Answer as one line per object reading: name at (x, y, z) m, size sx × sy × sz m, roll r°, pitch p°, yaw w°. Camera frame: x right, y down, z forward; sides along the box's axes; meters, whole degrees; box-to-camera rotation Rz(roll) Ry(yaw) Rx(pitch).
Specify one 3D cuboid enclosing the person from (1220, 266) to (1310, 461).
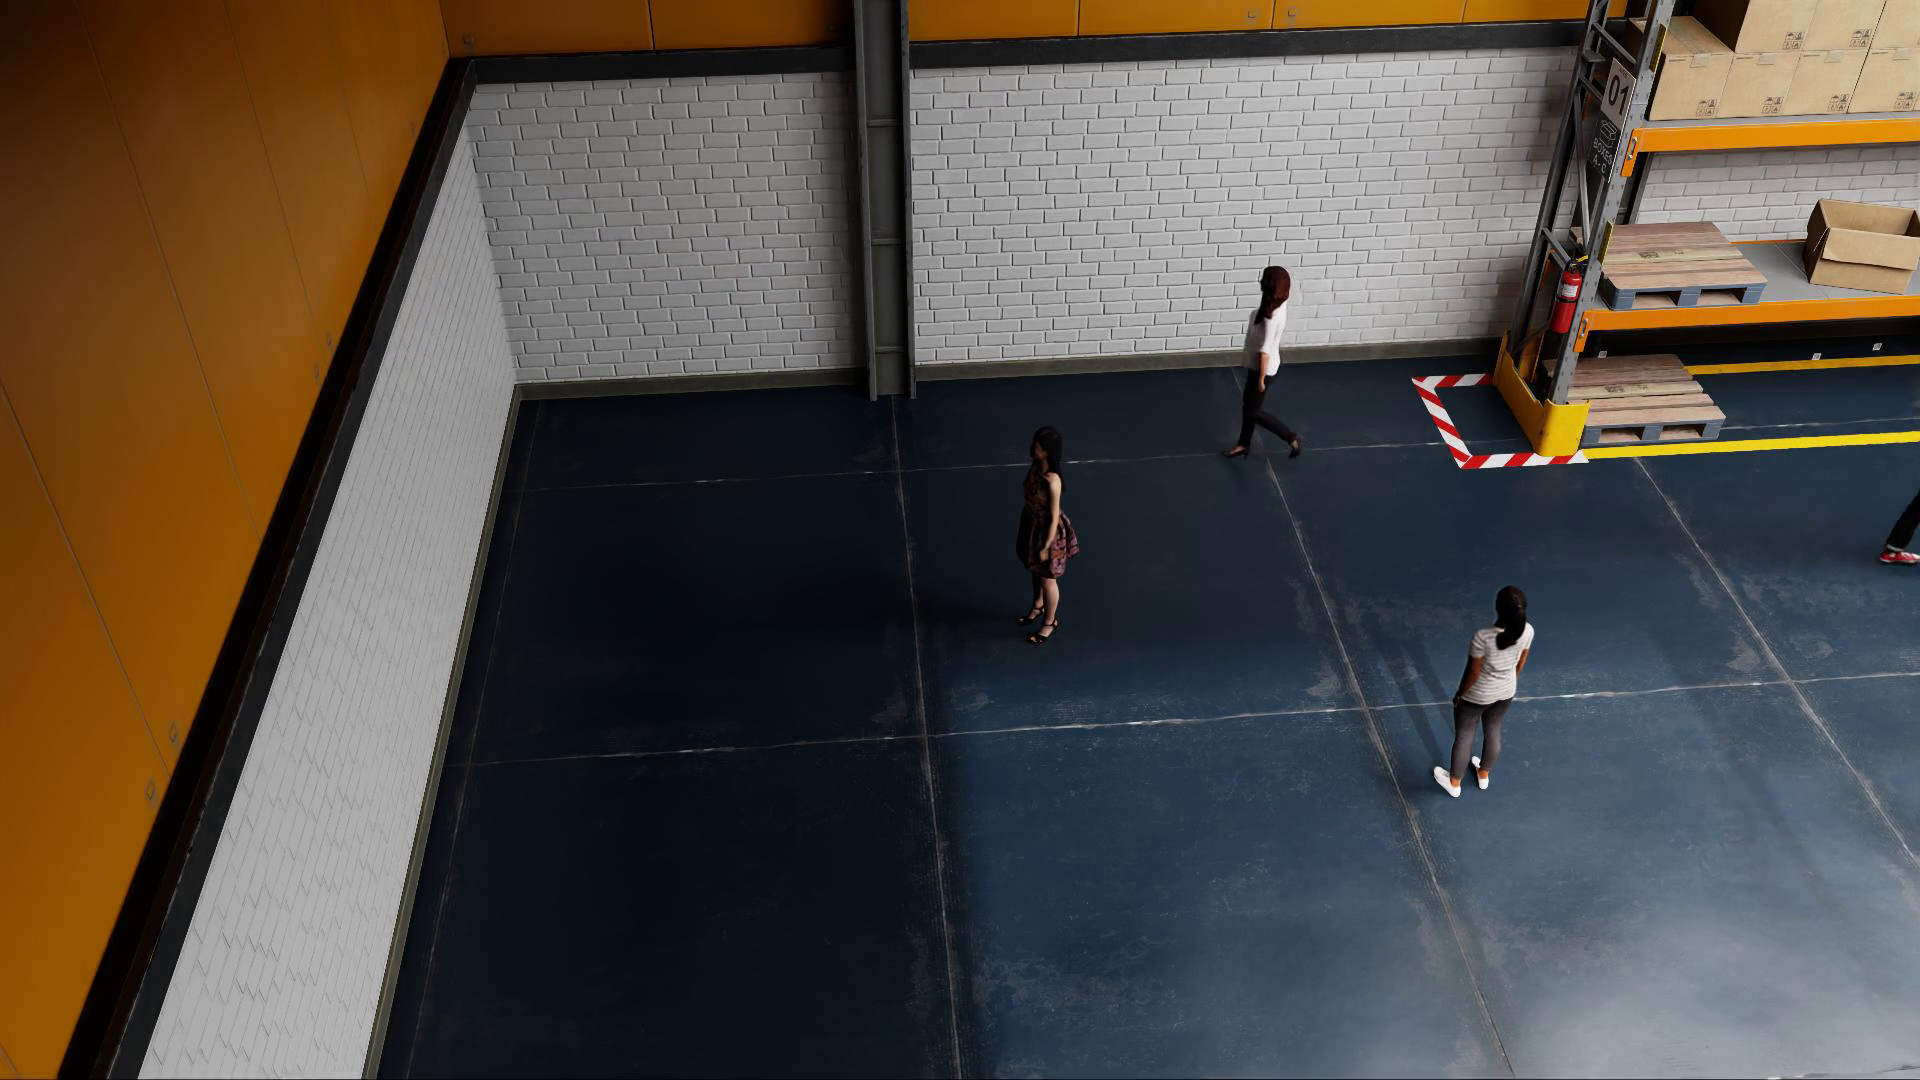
person at (2.437, -1.317, 12.944) m, size 1.002 × 1.780 × 0.794 m, roll 9°, pitch 39°, yaw 11°

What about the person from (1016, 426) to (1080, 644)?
person at (0.558, -0.038, 11.347) m, size 0.724 × 1.774 × 0.712 m, roll -10°, pitch 40°, yaw -12°

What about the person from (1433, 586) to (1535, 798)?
person at (3.250, 0.927, 10.240) m, size 0.529 × 1.647 × 0.667 m, roll -10°, pitch 40°, yaw -13°
